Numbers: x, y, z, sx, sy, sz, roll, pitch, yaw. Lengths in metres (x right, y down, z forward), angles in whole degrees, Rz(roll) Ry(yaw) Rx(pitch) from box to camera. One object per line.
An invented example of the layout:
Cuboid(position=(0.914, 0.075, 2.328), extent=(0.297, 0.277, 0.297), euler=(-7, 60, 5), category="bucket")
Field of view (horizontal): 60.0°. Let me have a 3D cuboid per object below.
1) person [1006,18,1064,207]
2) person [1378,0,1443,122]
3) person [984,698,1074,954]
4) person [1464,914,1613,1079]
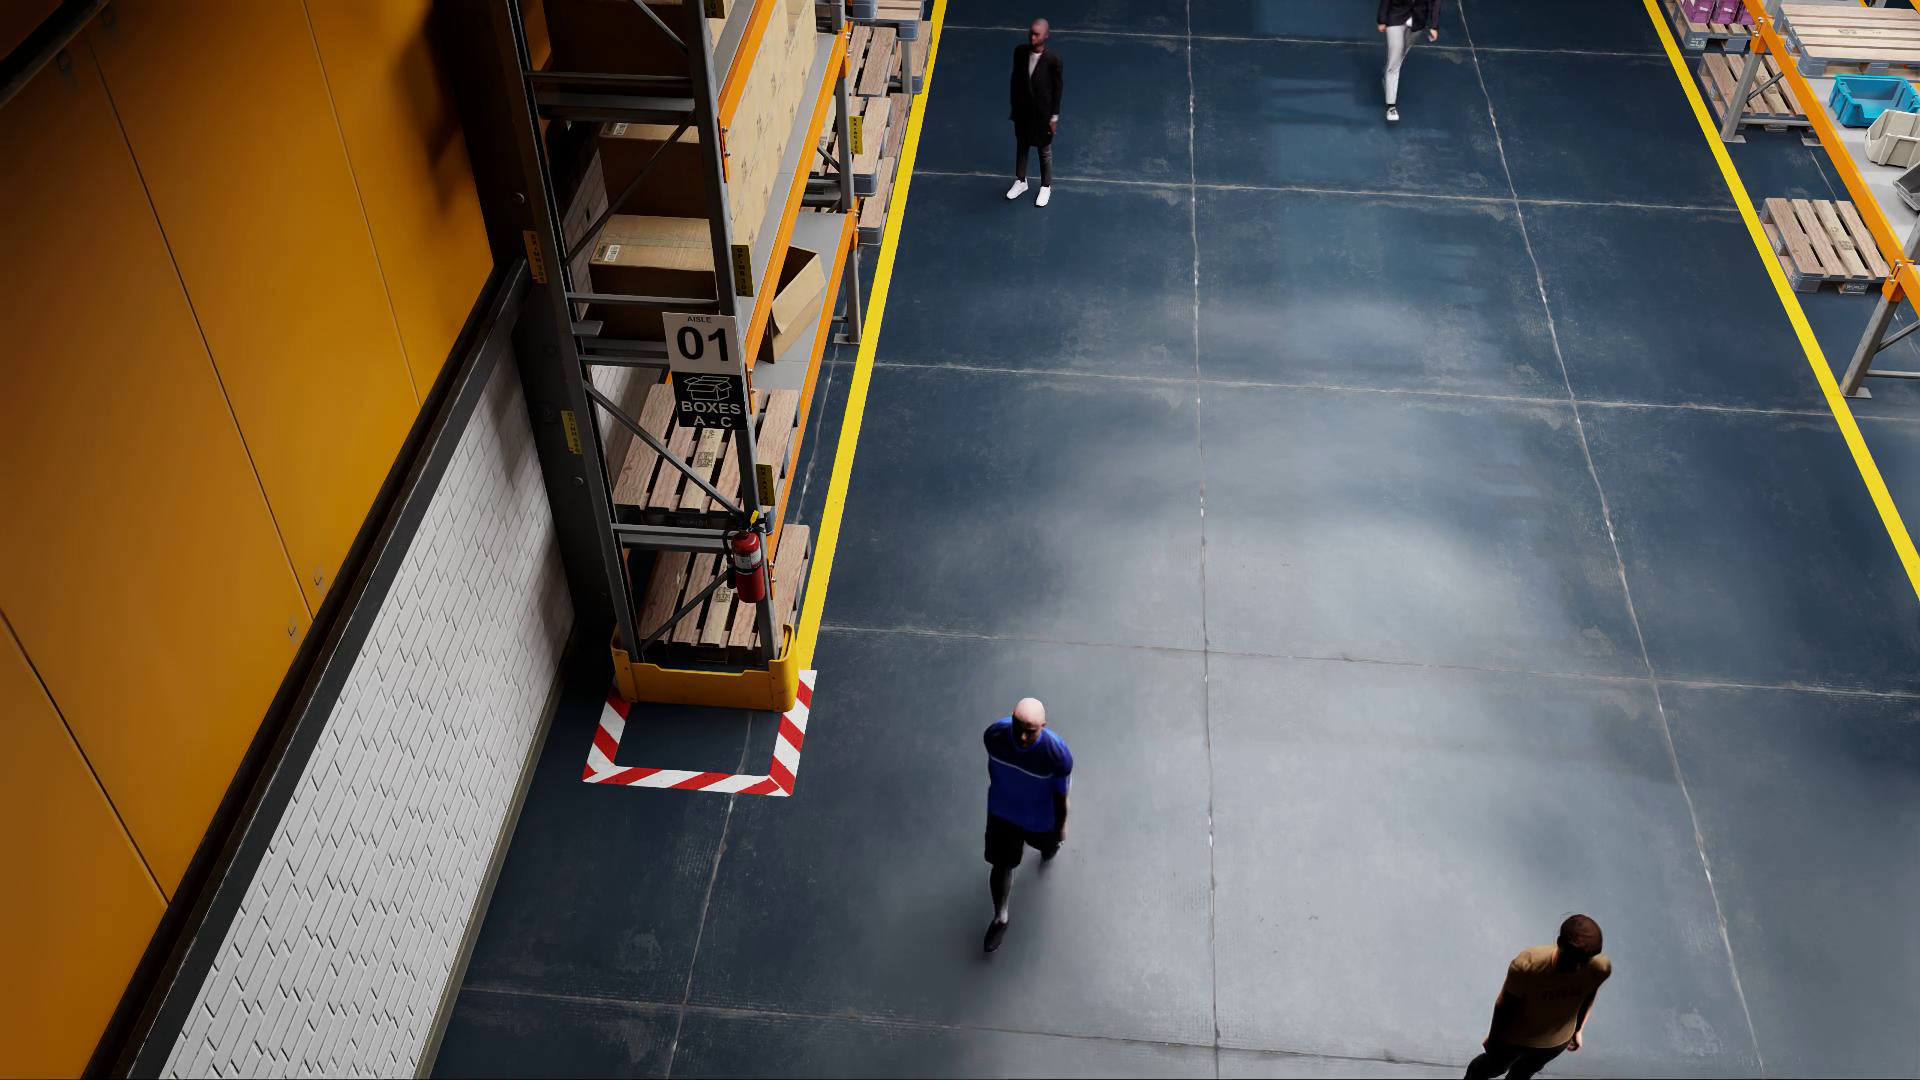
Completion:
Cuboid(position=(0.686, -3.871, 14.990), extent=(0.716, 1.761, 0.685), euler=(19, 47, 19), category="person")
Cuboid(position=(4.343, -5.128, 16.210), extent=(0.769, 1.899, 1.221), euler=(0, 44, 0), category="person")
Cuboid(position=(0.400, 1.455, 9.370), extent=(0.932, 1.802, 1.294), euler=(15, 46, 15), category="person")
Cuboid(position=(2.874, 2.426, 8.317), extent=(0.707, 1.850, 0.627), euler=(-4, 44, -5), category="person")
